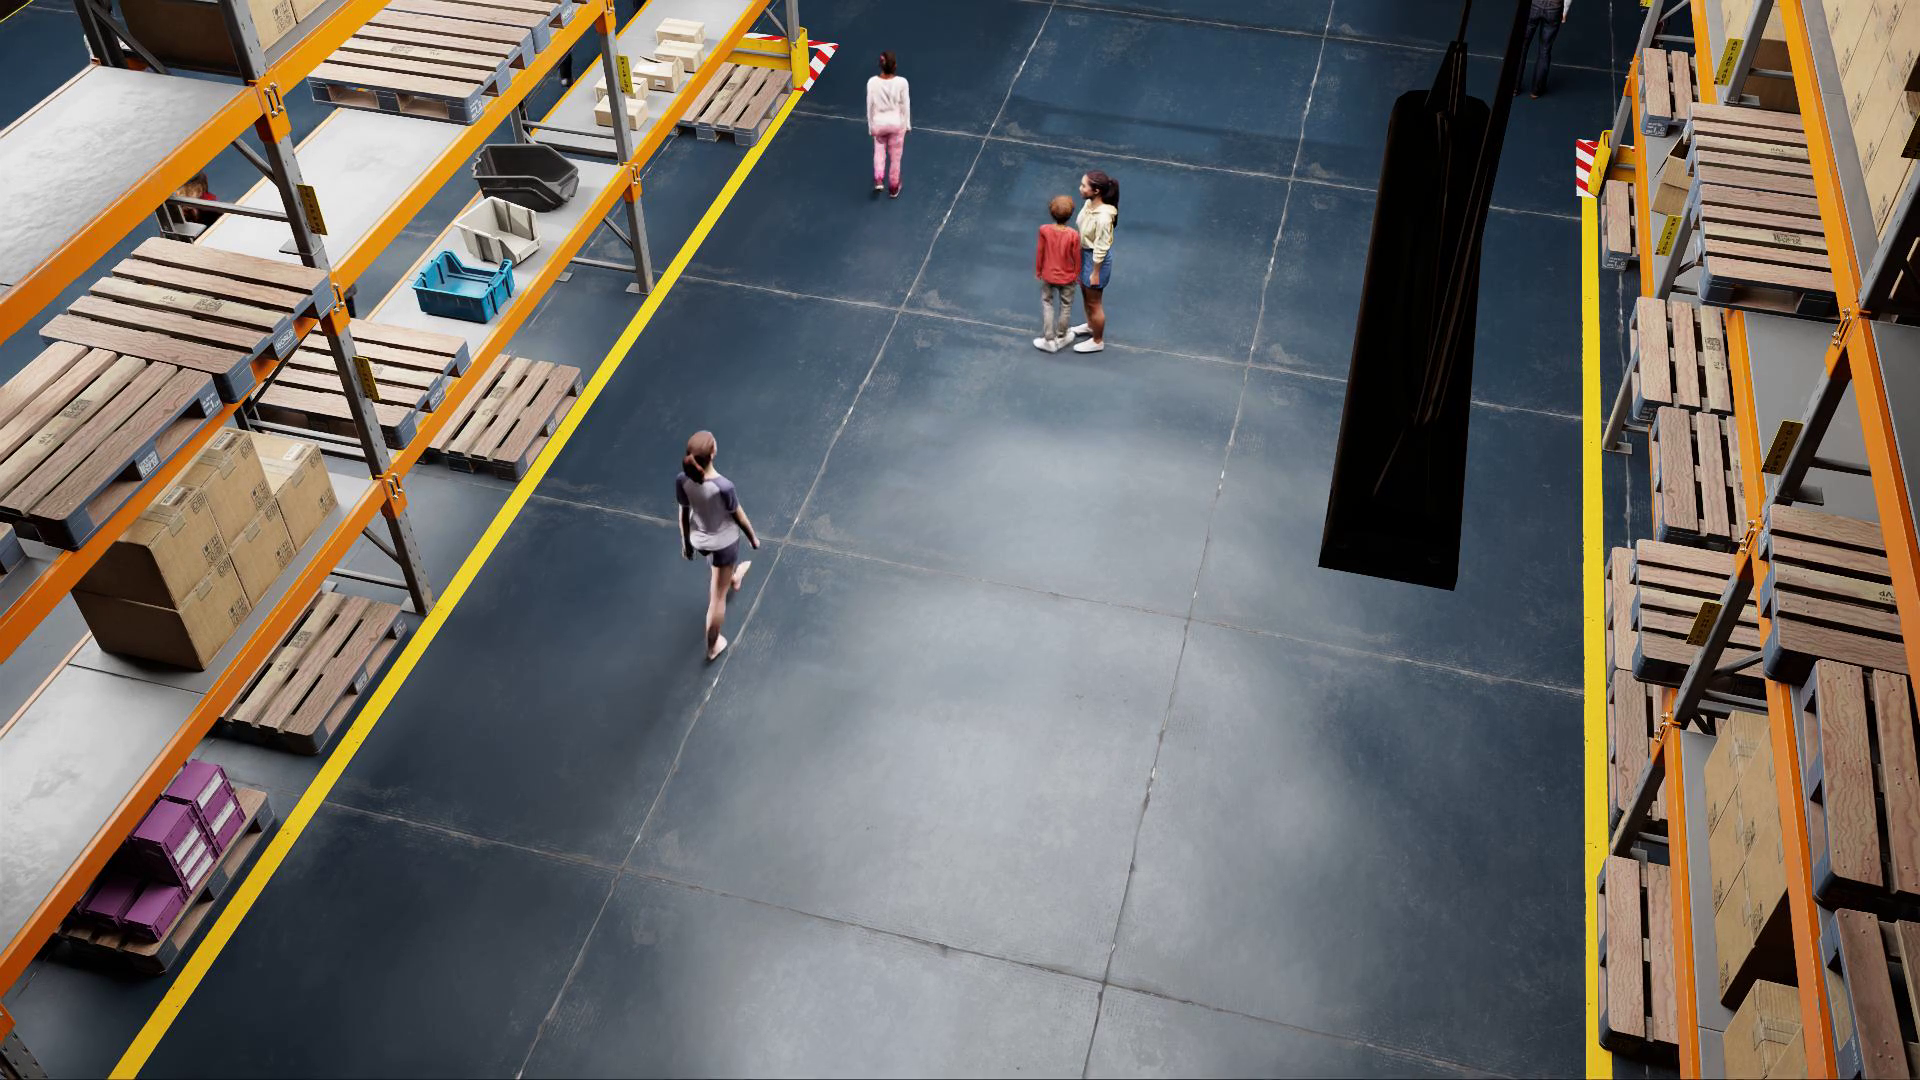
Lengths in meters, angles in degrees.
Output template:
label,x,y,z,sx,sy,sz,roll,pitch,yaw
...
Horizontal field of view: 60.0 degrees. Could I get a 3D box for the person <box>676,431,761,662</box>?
label,x,y,z,sx,sy,sz,roll,pitch,yaw
person,-1.654,0.071,10.928,0.685,1.723,1.125,15,46,16

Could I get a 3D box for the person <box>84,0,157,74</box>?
label,x,y,z,sx,sy,sz,roll,pitch,yaw
person,-7.554,-3.973,15.102,0.695,1.821,1.148,12,45,12

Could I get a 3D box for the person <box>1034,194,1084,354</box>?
label,x,y,z,sx,sy,sz,roll,pitch,yaw
person,0.795,-2.149,13.486,0.578,1.408,0.588,10,45,11

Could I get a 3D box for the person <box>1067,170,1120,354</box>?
label,x,y,z,sx,sy,sz,roll,pitch,yaw
person,1.091,-2.264,13.446,0.771,1.631,0.637,-7,44,-7

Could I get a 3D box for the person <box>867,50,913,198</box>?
label,x,y,z,sx,sy,sz,roll,pitch,yaw
person,-0.656,-3.775,15.171,0.565,1.439,0.597,6,44,6

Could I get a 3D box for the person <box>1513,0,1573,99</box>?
label,x,y,z,sx,sy,sz,roll,pitch,yaw
person,5.782,-5.276,16.471,0.660,1.819,0.571,14,45,14
